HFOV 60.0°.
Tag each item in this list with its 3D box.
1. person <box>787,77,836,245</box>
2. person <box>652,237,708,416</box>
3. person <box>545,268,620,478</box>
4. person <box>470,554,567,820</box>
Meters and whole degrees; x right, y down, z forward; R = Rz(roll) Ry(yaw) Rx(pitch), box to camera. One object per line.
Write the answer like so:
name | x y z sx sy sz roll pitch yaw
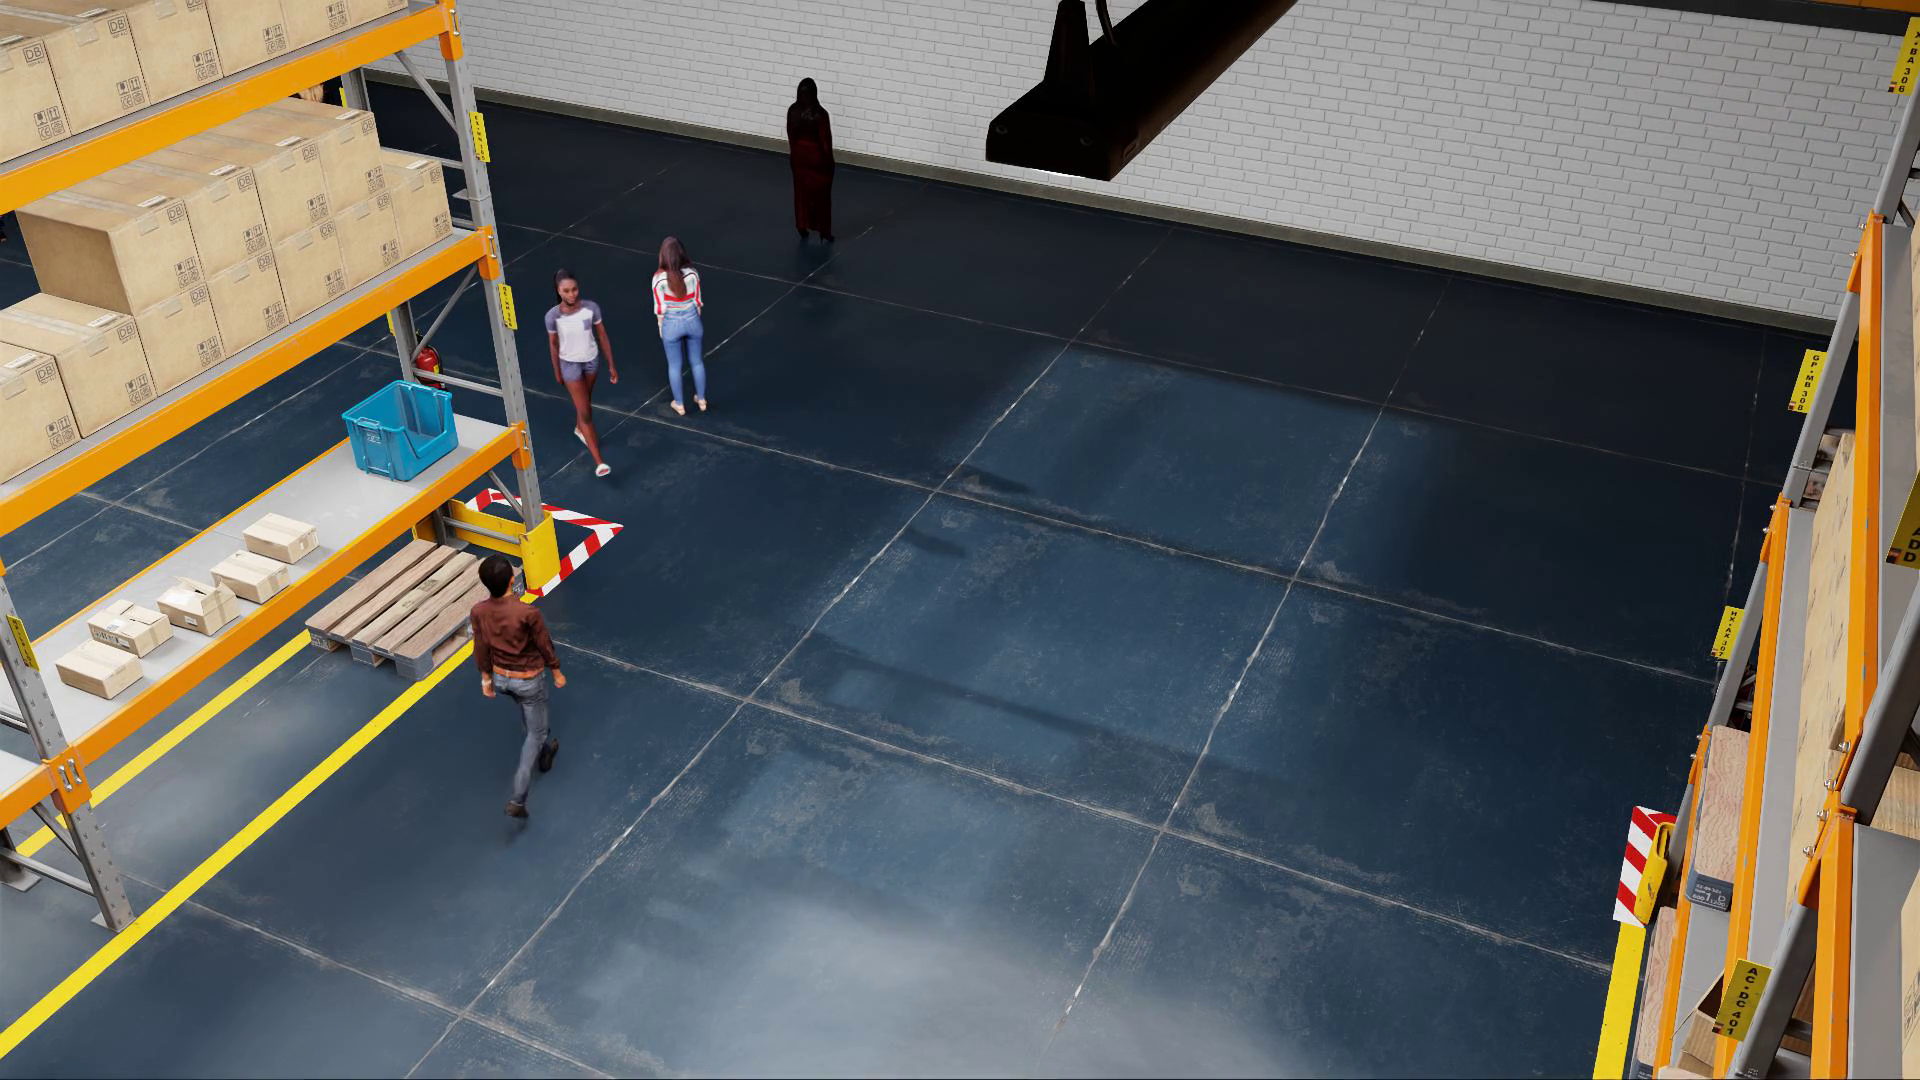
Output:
person | -1.557 -3.968 17.413 0.647 1.757 0.578 14 36 20
person | -2.401 -1.855 14.364 0.649 1.611 0.707 -11 35 -16
person | -3.134 -1.438 13.685 1.201 1.669 1.138 -18 38 -25
person | -2.688 0.908 10.083 0.776 1.749 1.148 8 35 12
